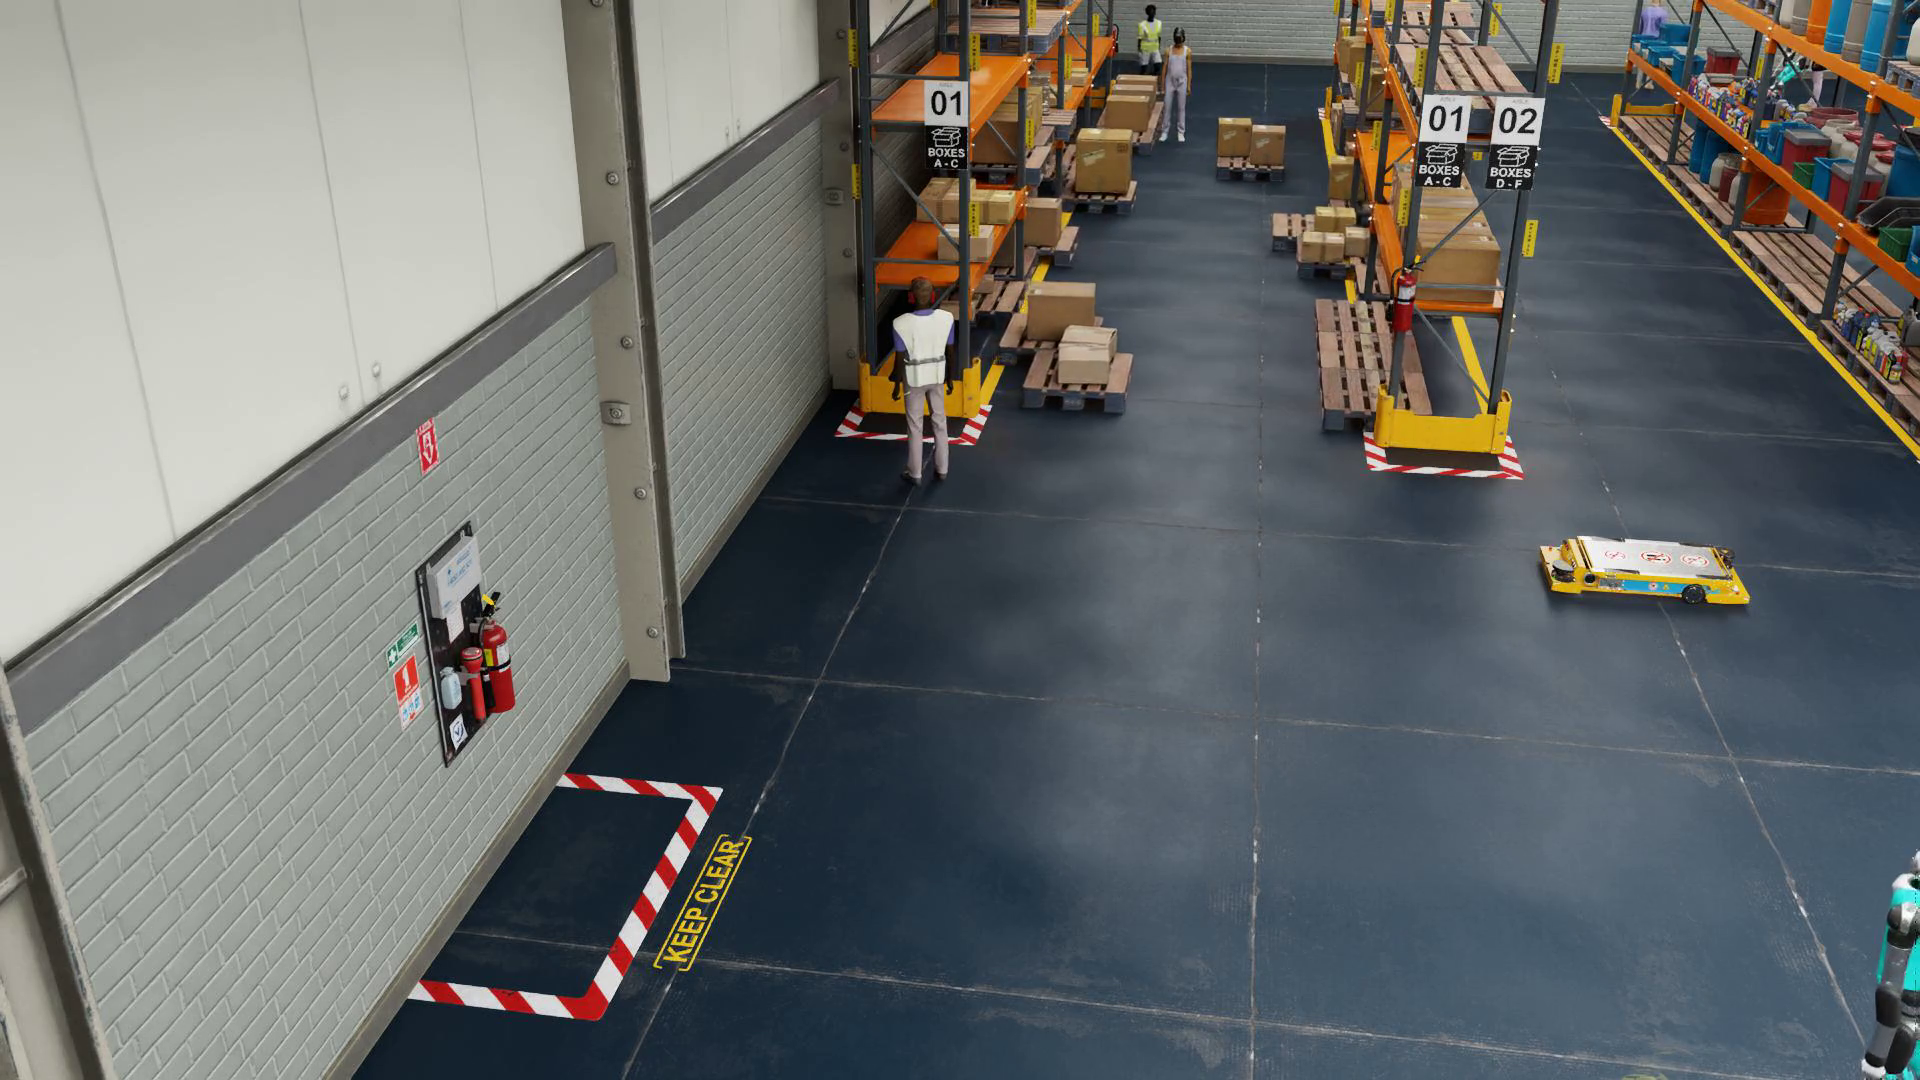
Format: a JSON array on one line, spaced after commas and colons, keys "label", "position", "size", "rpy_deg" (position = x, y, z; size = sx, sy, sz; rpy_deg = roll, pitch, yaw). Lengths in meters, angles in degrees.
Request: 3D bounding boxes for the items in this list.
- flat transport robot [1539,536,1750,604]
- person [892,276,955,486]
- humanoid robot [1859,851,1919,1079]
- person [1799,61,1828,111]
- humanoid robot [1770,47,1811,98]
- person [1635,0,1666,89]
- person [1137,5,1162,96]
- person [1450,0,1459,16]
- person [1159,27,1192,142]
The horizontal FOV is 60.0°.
[{"label": "flat transport robot", "position": [5.279, 0.231, 12.864], "size": [1.431, 0.231, 0.659], "rpy_deg": [4, 25, 9]}, {"label": "person", "position": [-0.309, -1.364, 14.414], "size": [0.566, 1.843, 0.375], "rpy_deg": [-9, 27, -19]}, {"label": "humanoid robot", "position": [4.226, 2.201, 6.959], "size": [0.560, 1.801, 0.905], "rpy_deg": [-22, 33, -39]}, {"label": "person", "position": [15.595, -8.719, 30.146], "size": [0.412, 1.856, 0.533], "rpy_deg": [14, 28, 27]}, {"label": "humanoid robot", "position": [14.940, -8.571, 29.967], "size": [0.839, 1.762, 0.531], "rpy_deg": [-13, 28, -26]}, {"label": "person", "position": [13.361, -9.650, 32.205], "size": [0.406, 1.792, 0.640], "rpy_deg": [-19, 31, -35]}, {"label": "person", "position": [3.612, -9.258, 31.495], "size": [0.554, 1.672, 0.615], "rpy_deg": [-9, 27, -19]}, {"label": "person", "position": [9.325, -9.443, 31.802], "size": [0.326, 1.765, 0.526], "rpy_deg": [1, 25, 3]}, {"label": "person", "position": [3.596, -7.585, 27.710], "size": [0.513, 1.863, 0.378], "rpy_deg": [4, 25, 8]}]
